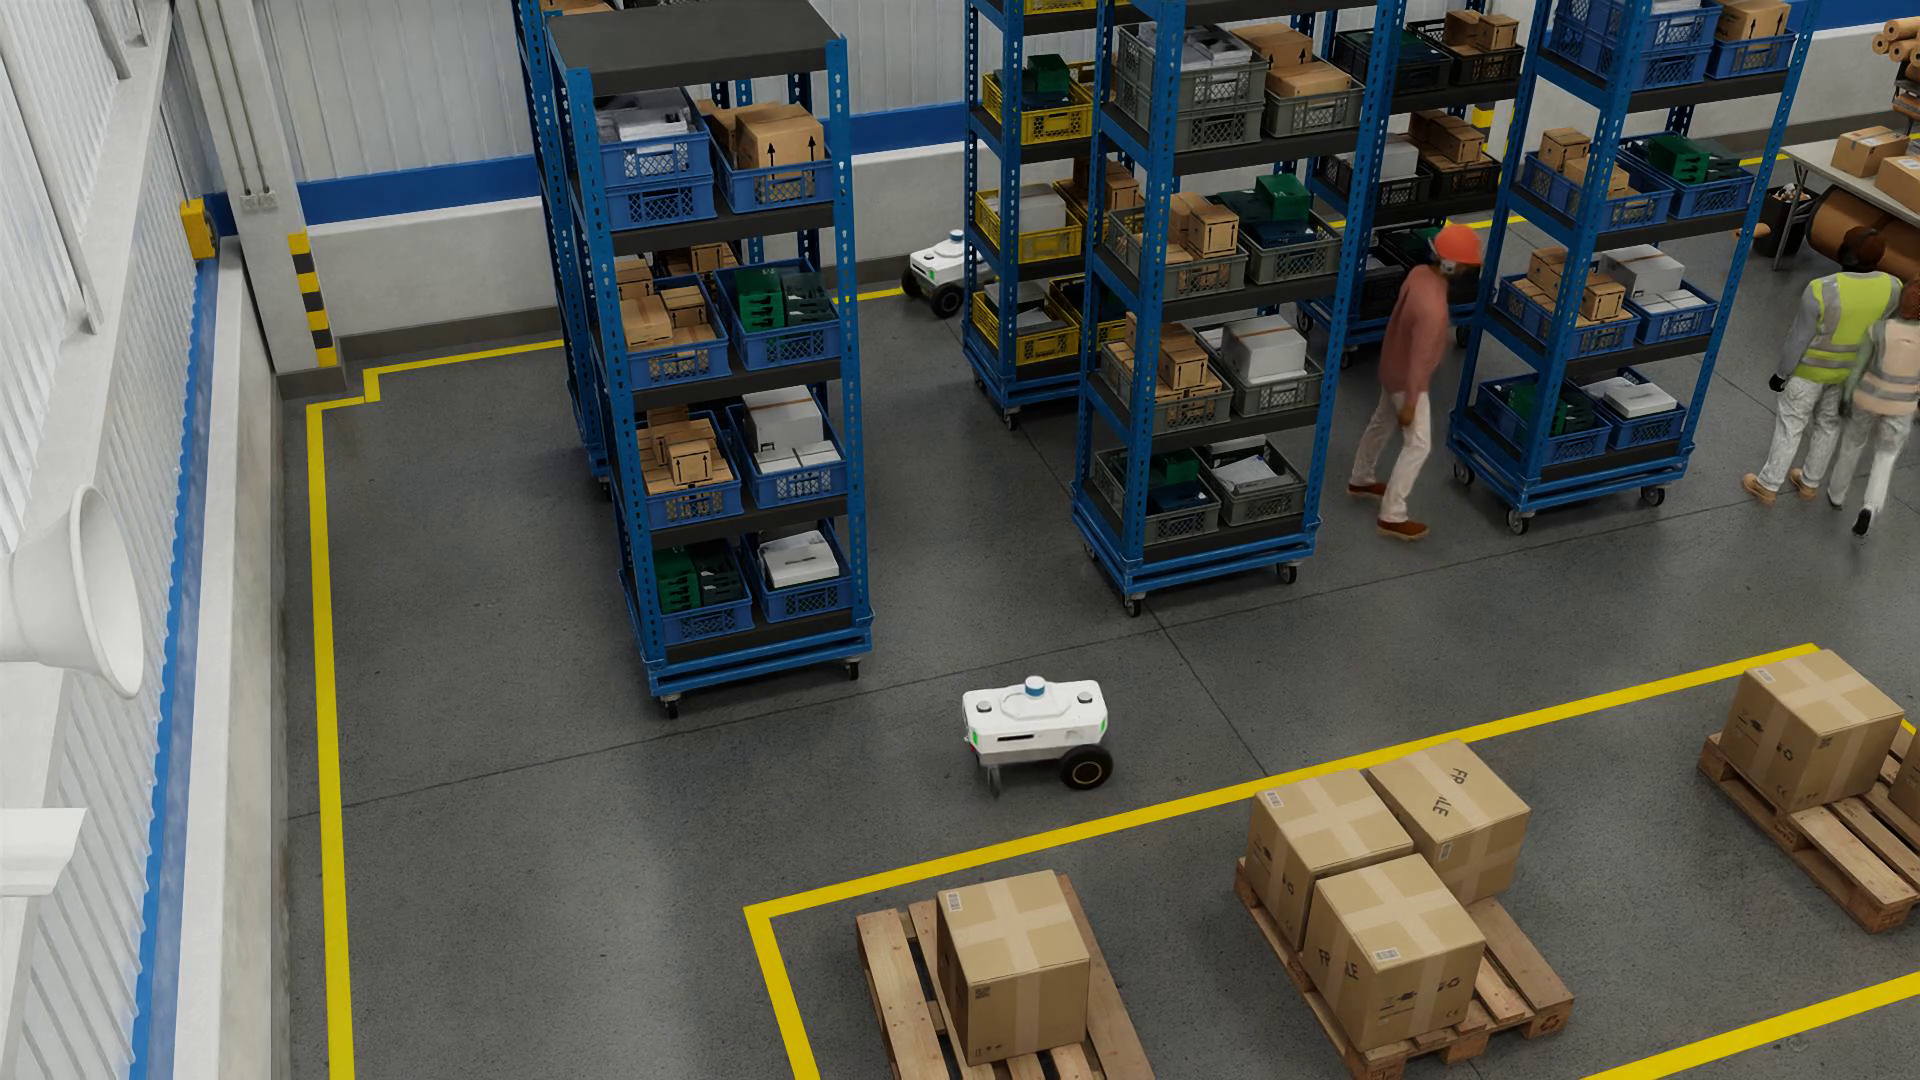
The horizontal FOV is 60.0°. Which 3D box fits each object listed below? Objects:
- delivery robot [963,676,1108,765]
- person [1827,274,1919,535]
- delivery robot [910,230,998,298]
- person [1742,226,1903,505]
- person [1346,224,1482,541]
[{"bbox_3d":[0.374,0.904,8.428,0.707,0.478,0.477,-4,35,-6],"label":"delivery robot"},{"bbox_3d":[5.562,-0.805,10.002,0.525,1.619,0.626,14,38,19],"label":"person"},{"bbox_3d":[-0.017,-2.134,12.735,0.707,0.478,0.477,-21,40,-27],"label":"delivery robot"},{"bbox_3d":[5.273,-1.057,10.177,0.634,1.842,0.429,-4,35,-6],"label":"person"},{"bbox_3d":[2.735,-0.989,9.982,0.504,1.963,0.651,1,35,2],"label":"person"}]
